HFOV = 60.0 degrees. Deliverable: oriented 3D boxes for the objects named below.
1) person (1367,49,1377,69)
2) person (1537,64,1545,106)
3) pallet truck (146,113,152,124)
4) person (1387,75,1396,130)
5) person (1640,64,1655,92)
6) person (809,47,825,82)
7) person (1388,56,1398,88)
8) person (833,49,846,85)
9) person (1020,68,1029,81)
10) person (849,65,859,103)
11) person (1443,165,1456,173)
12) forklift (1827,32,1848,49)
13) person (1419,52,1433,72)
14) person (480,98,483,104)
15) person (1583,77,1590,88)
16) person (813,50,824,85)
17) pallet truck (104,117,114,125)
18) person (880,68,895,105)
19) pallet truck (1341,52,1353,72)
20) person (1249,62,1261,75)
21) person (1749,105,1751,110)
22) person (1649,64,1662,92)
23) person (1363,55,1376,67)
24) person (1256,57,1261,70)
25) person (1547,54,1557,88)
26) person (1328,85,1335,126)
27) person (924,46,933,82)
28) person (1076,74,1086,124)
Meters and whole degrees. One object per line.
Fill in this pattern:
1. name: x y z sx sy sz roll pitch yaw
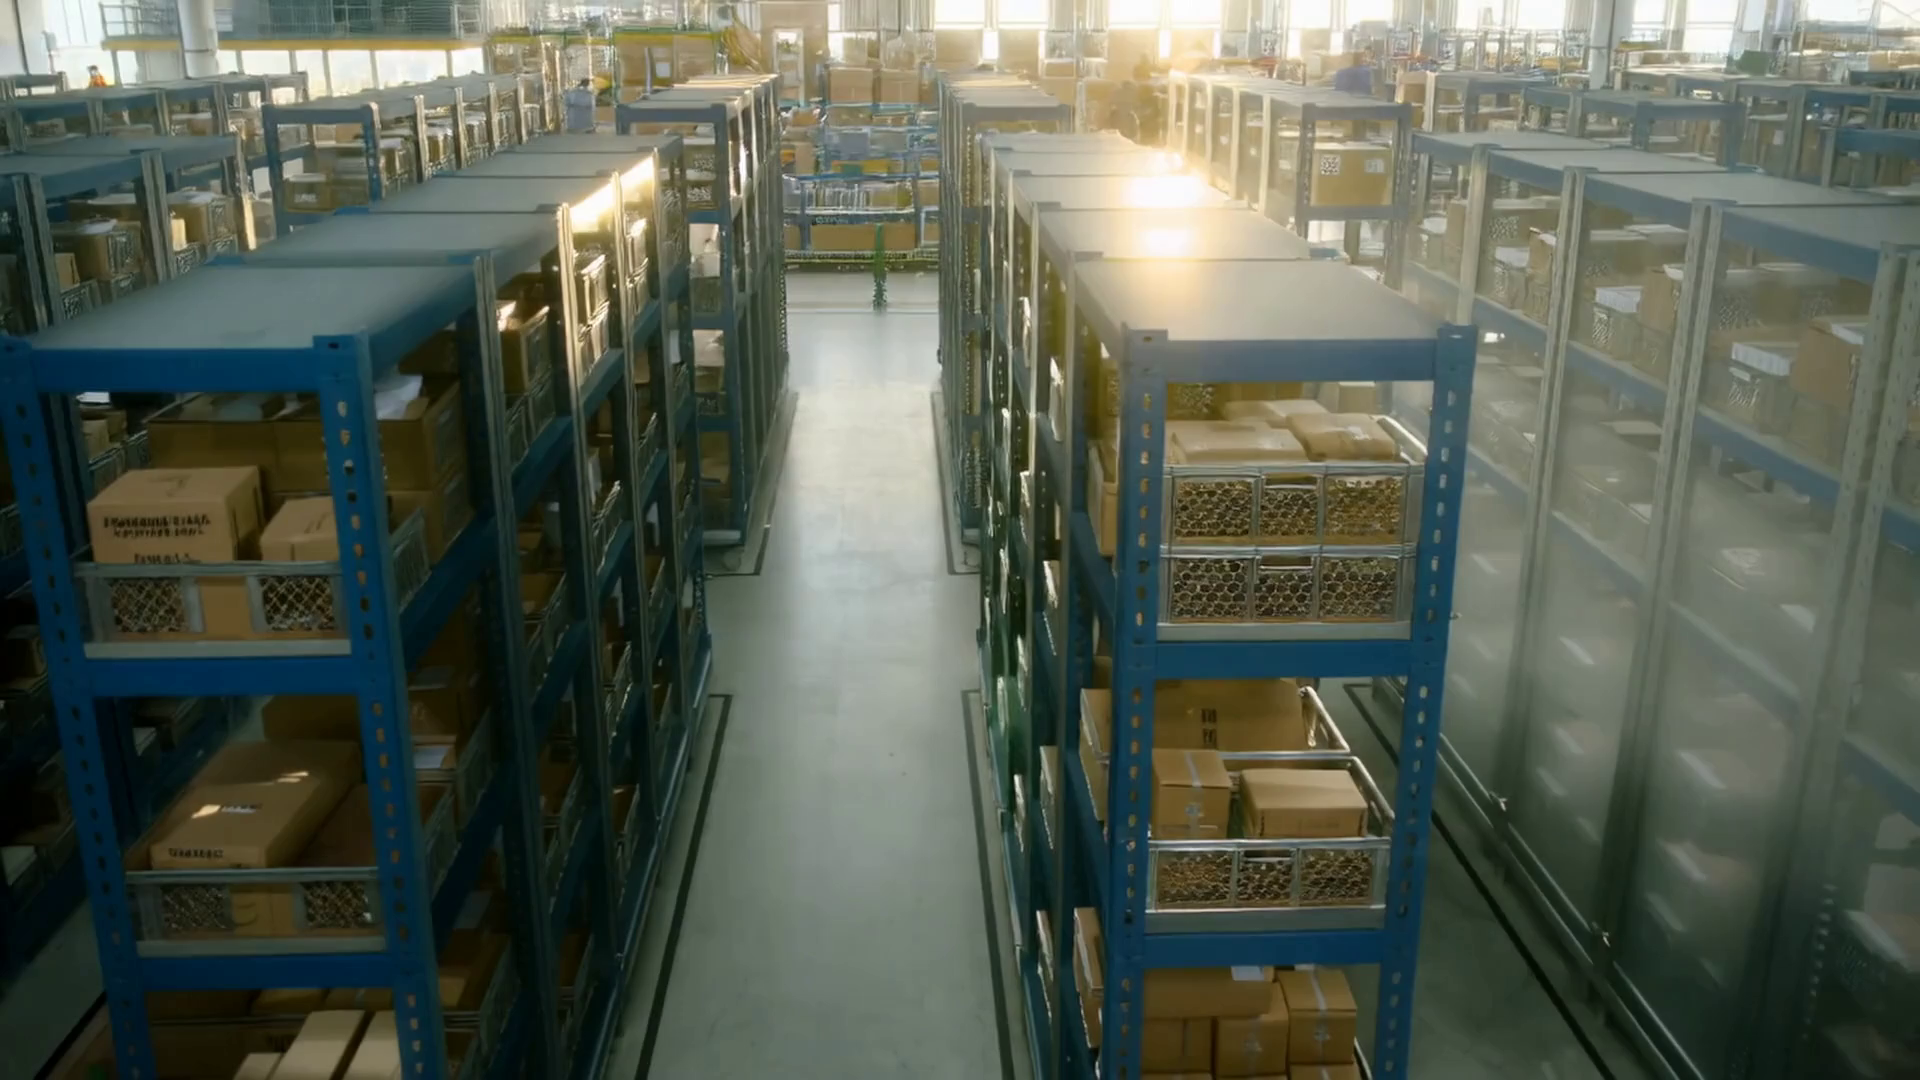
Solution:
1. person: 22.526 -25.831 90.774 0.888 1.886 0.605 12 22 34
2. person: 24.103 -18.851 69.241 0.509 1.860 0.334 -16 24 -40
3. pallet truck: -18.087 -8.309 36.390 1.885 1.965 0.823 -1 18 -4
4. person: 14.897 -15.138 57.655 0.736 1.910 0.548 2 18 7
5. person: 30.682 -20.581 74.296 0.704 2.000 0.900 1 18 3
6. person: -8.037 -26.694 93.410 0.829 1.920 0.616 -2 18 -5
7. person: 22.314 -24.092 85.727 0.546 1.686 0.540 -11 21 -30
8. person: -6.575 -25.776 90.628 0.558 1.890 0.977 12 22 34
9. person: 2.545 -16.908 63.099 0.925 1.924 0.641 2 18 6
10. person: -4.634 -19.816 72.463 0.496 1.709 0.847 -7 19 -21
11. person: 11.073 -8.445 37.097 0.616 1.813 0.438 1 18 2
12. forklift: 46.023 -25.321 87.619 1.129 2.768 1.873 -1 18 -2
13. person: 23.486 -23.600 83.843 0.633 1.918 0.779 1 18 3
14. person: -17.344 -15.992 60.415 0.506 1.841 0.346 -15 23 -38
15. person: 20.798 -14.389 55.300 0.359 1.938 0.545 -6 19 -18
16. person: -7.692 -25.705 90.494 0.619 1.836 0.431 -11 21 -31
17. pallet truck: -18.367 -7.885 35.078 1.885 1.965 0.823 1 18 2
18. person: -2.839 -17.438 64.864 1.042 1.870 0.589 3 18 9
19. pallet truck: 18.794 -23.123 82.231 0.823 1.965 1.885 -13 22 -35
20. person: 12.637 -19.594 71.525 0.599 1.877 0.991 -4 18 -13
21. person: 21.677 -11.443 46.224 0.583 1.904 0.836 1 18 2
22. person: 29.763 -19.539 71.266 0.639 1.917 0.554 -4 18 -13
23. person: 20.102 -22.969 82.073 0.620 1.806 0.840 -4 18 -13
24. person: 14.064 -21.864 78.551 0.385 1.859 0.548 -3 18 -9
25. person: 28.910 -22.691 81.056 0.817 1.904 0.591 1 18 3
26. person: 12.609 -14.829 57.217 0.720 1.594 0.558 -9 20 -26
27. person: -1.816 -26.553 92.877 0.429 1.978 0.616 5 19 15
28. person: 4.490 -16.317 61.540 0.326 1.769 0.524 -11 21 -31
